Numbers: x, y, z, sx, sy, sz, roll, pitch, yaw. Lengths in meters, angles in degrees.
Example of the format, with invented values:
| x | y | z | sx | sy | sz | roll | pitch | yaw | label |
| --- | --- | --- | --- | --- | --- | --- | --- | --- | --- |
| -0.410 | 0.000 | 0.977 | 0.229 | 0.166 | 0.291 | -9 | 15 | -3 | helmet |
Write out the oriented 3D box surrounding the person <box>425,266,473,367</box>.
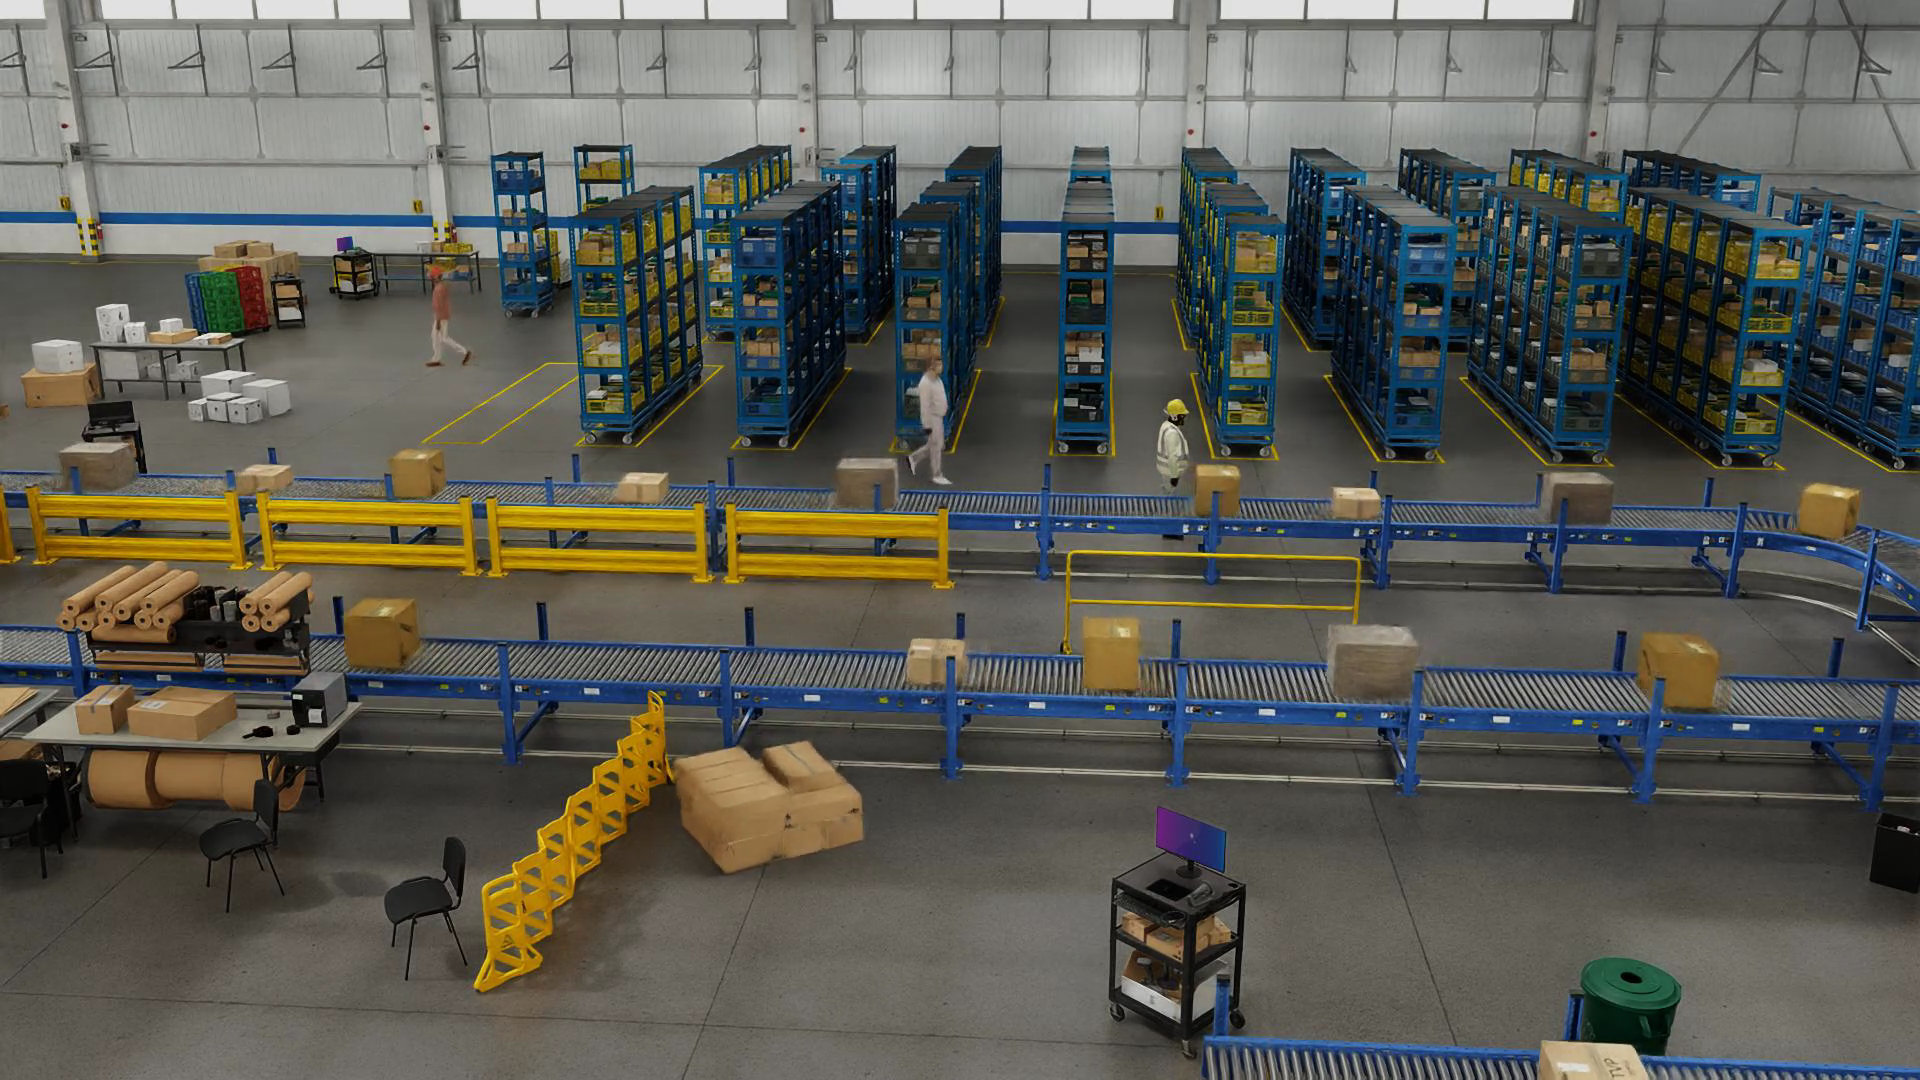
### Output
| x | y | z | sx | sy | sz | roll | pitch | yaw | label |
| --- | --- | --- | --- | --- | --- | --- | --- | --- | --- |
| -9.894 | -4.284 | 31.938 | 0.850 | 1.957 | 0.621 | -4 | 18 | -12 | person |

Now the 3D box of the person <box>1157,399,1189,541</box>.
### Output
| x | y | z | sx | sy | sz | roll | pitch | yaw | label |
| --- | --- | --- | --- | --- | --- | --- | --- | --- | --- |
| 2.742 | -0.919 | 21.474 | 0.404 | 1.835 | 0.590 | 0 | 17 | 1 | person |

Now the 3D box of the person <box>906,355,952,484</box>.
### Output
| x | y | z | sx | sy | sz | roll | pitch | yaw | label |
| --- | --- | --- | --- | --- | --- | --- | --- | --- | --- |
| -0.453 | -1.745 | 24.019 | 0.664 | 1.897 | 0.648 | 5 | 18 | 14 | person |
